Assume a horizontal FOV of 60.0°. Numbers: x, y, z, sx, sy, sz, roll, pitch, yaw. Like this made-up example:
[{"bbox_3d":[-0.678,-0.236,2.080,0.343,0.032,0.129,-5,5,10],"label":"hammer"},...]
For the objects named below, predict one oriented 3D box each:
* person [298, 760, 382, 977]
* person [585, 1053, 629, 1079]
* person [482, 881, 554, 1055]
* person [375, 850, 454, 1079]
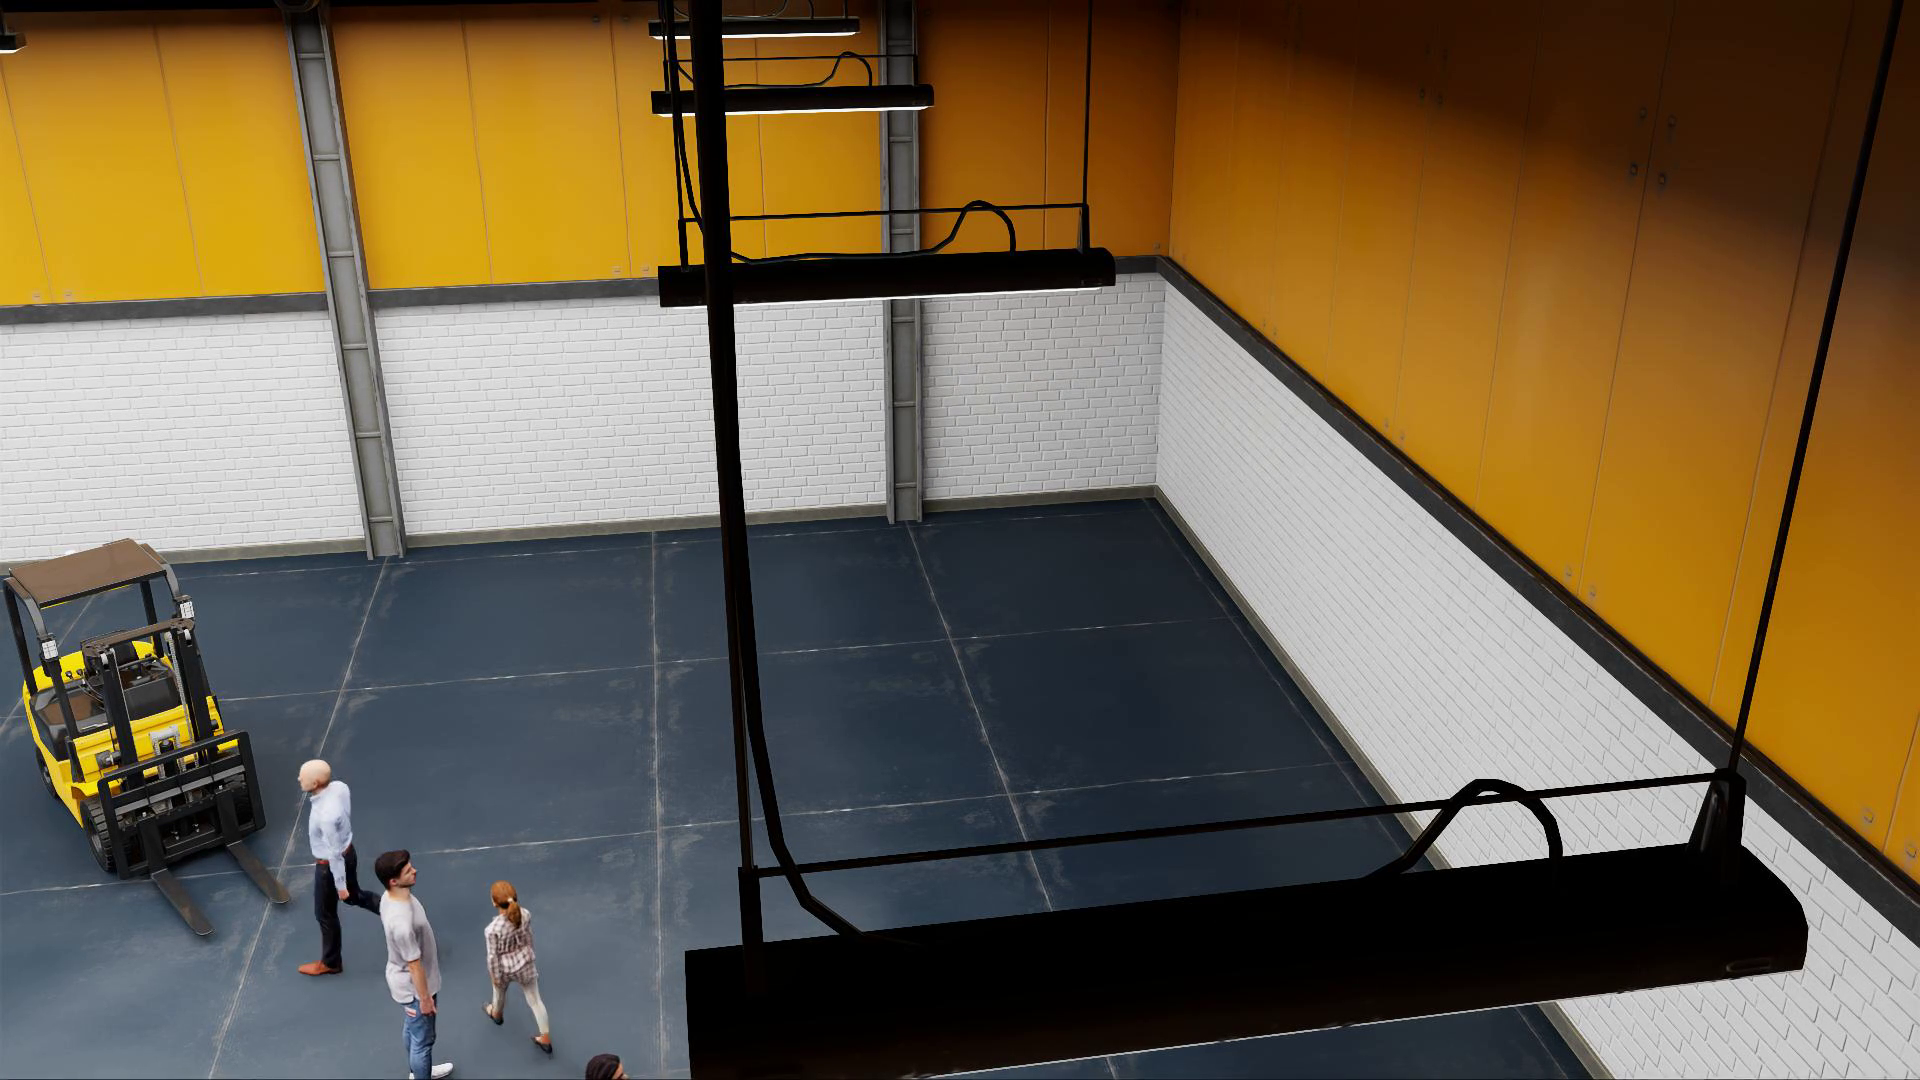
[{"bbox_3d":[-4.376,2.336,11.912,1.134,1.771,0.691,-3,24,-6],"label":"person"},{"bbox_3d":[-1.878,3.549,9.087,0.547,1.811,0.632,-2,24,-4],"label":"person"},{"bbox_3d":[-2.965,2.907,11.228,0.953,1.271,0.904,-19,30,-37],"label":"person"},{"bbox_3d":[-3.516,2.802,10.699,0.655,1.888,0.732,-11,26,-23],"label":"person"}]
